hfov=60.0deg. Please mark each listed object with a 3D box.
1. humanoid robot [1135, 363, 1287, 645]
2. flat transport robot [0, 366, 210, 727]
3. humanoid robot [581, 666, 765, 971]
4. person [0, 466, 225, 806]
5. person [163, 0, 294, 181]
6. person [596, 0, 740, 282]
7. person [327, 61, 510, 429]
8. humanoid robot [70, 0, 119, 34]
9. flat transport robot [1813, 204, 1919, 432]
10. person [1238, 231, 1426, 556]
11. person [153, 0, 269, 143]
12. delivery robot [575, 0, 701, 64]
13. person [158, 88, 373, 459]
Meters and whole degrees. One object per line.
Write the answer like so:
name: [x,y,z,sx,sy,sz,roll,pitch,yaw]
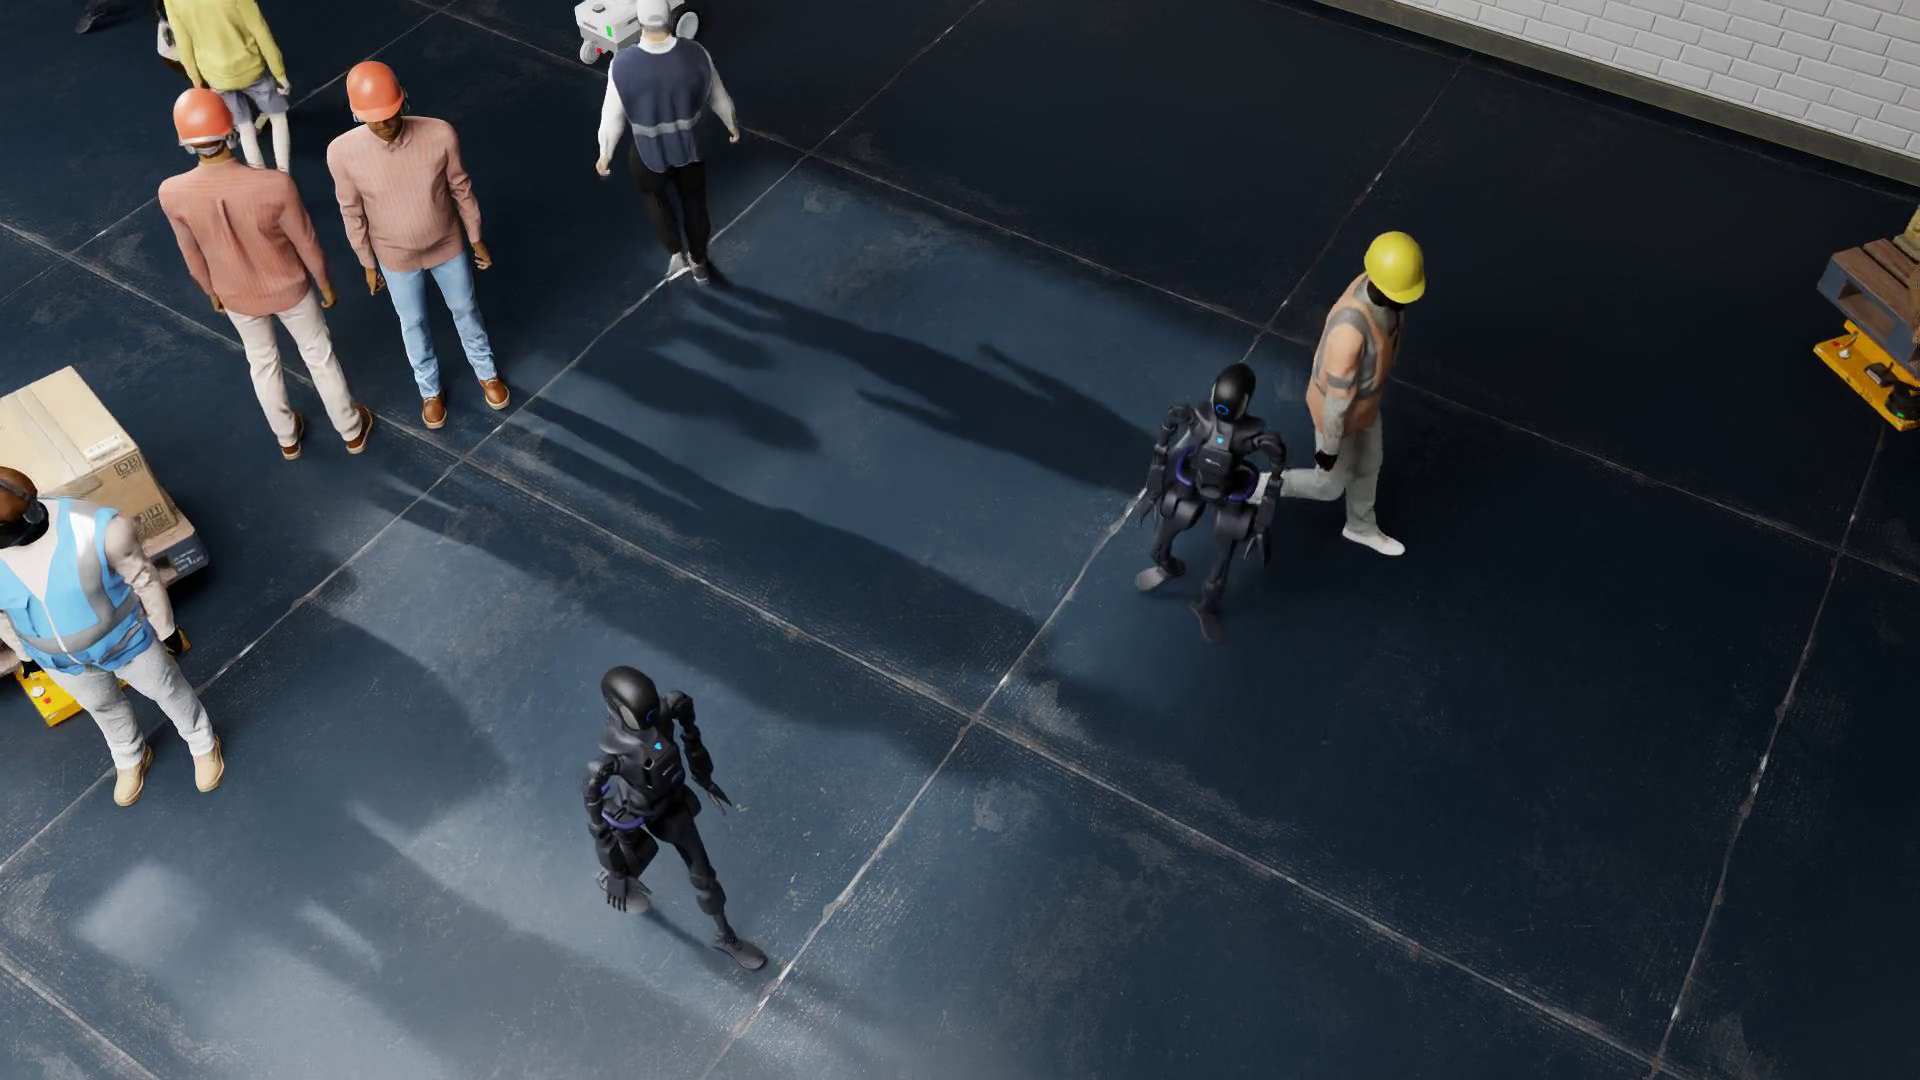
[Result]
humanoid robot: [1.074,-0.194,7.054,0.616,1.647,0.453,17,51,14]
flat transport robot: [-4.184,0.204,7.637,0.659,0.231,1.431,-35,57,-26]
humanoid robot: [-1.118,1.002,6.038,0.794,1.622,0.602,29,55,23]
person: [-3.353,0.386,6.435,0.635,1.840,0.429,-8,49,-7]
person: [-3.906,-2.516,8.960,0.528,1.861,0.509,-9,49,-8]
person: [-1.510,-2.061,8.636,0.783,1.742,0.468,-16,51,-13]
person: [-2.551,-1.386,7.883,0.609,1.995,0.376,-18,51,-15]
humanoid robot: [-5.714,-3.968,10.348,0.386,1.643,0.586,-20,52,-16]
flat transport robot: [5.283,-1.012,8.700,1.431,0.231,0.659,-17,51,-14]
person: [1.682,-0.613,7.271,0.761,1.895,0.605,25,53,20]
person: [-4.365,-3.098,9.407,0.471,1.947,0.642,12,50,10]
delivery robot: [-2.062,-3.343,10.560,0.499,0.614,0.803,30,55,24]
person: [-3.223,-1.201,7.731,0.617,1.986,0.420,-5,49,-5]
